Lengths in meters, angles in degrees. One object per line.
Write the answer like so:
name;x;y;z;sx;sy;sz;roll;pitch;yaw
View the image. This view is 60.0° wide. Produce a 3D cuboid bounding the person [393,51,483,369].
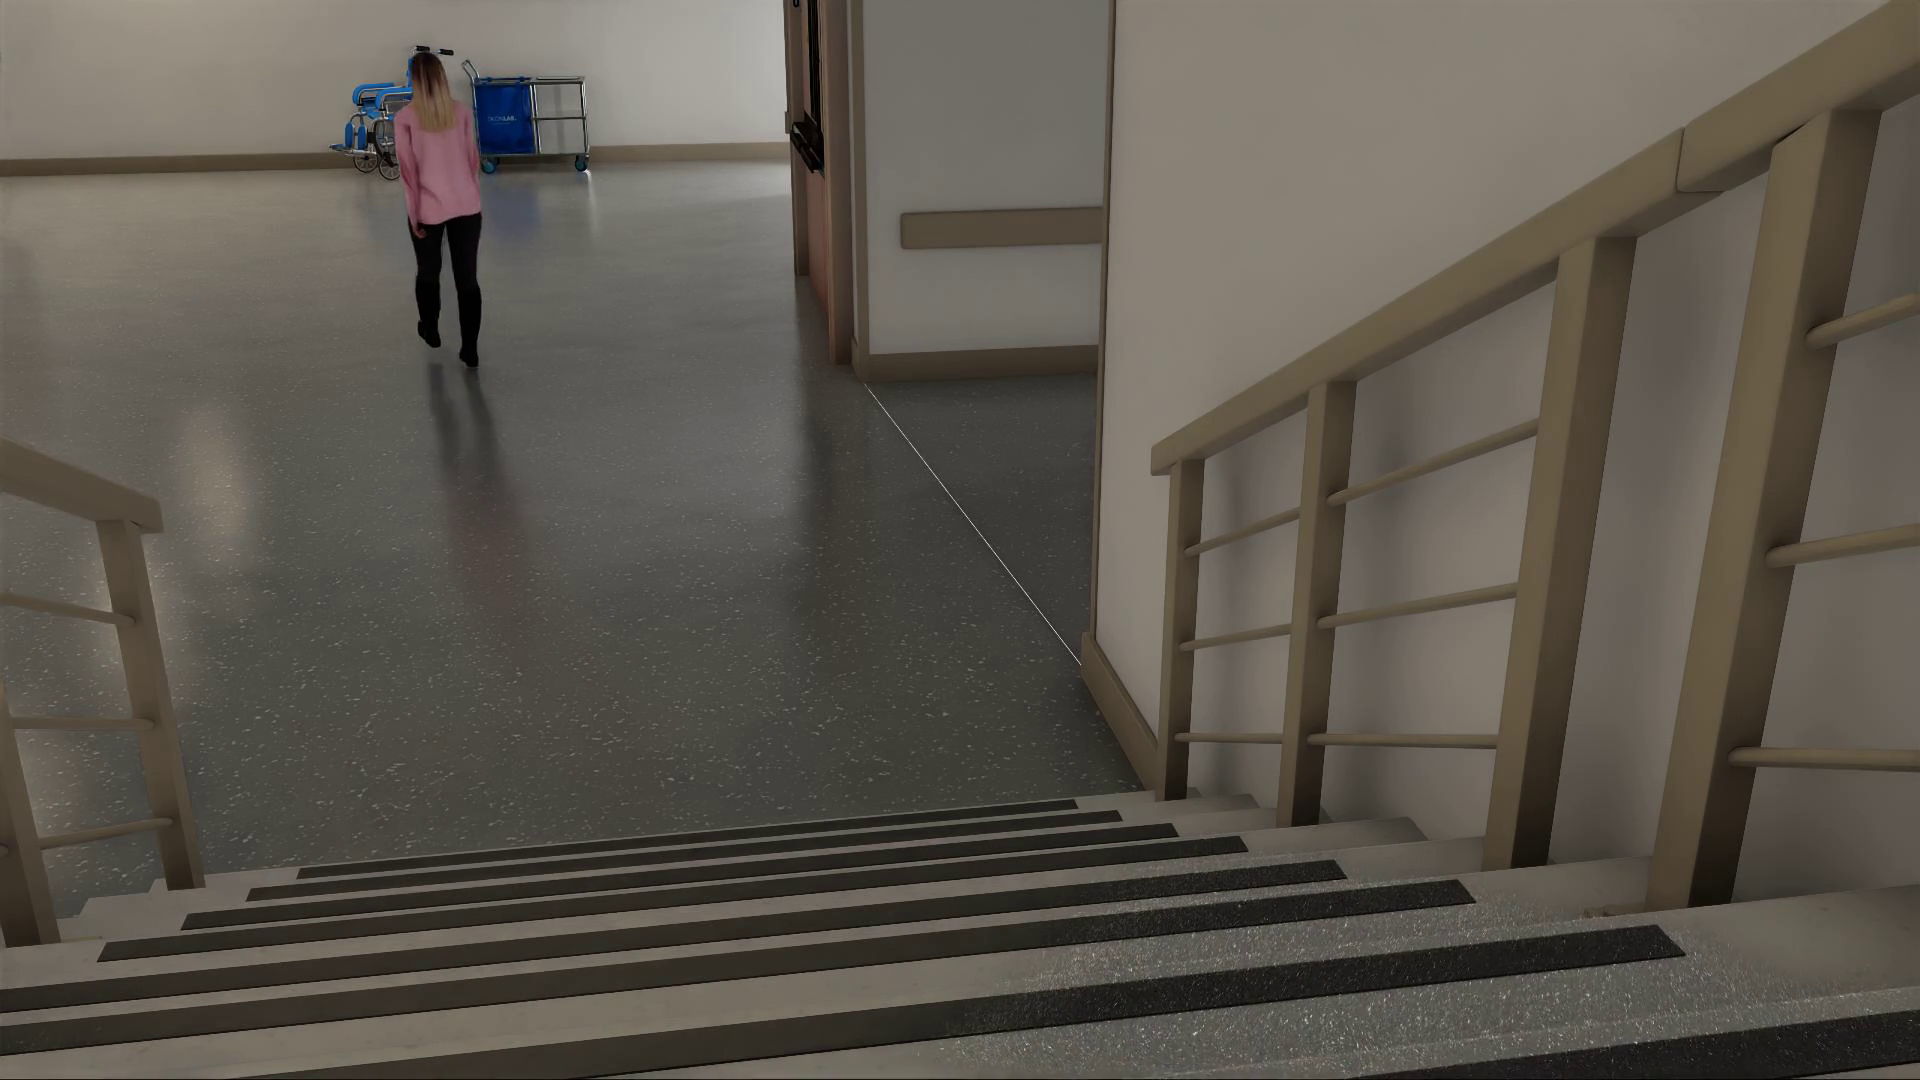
person;-2.759;-1.748;8.986;0.792;1.654;1.056;-10;23;-24
